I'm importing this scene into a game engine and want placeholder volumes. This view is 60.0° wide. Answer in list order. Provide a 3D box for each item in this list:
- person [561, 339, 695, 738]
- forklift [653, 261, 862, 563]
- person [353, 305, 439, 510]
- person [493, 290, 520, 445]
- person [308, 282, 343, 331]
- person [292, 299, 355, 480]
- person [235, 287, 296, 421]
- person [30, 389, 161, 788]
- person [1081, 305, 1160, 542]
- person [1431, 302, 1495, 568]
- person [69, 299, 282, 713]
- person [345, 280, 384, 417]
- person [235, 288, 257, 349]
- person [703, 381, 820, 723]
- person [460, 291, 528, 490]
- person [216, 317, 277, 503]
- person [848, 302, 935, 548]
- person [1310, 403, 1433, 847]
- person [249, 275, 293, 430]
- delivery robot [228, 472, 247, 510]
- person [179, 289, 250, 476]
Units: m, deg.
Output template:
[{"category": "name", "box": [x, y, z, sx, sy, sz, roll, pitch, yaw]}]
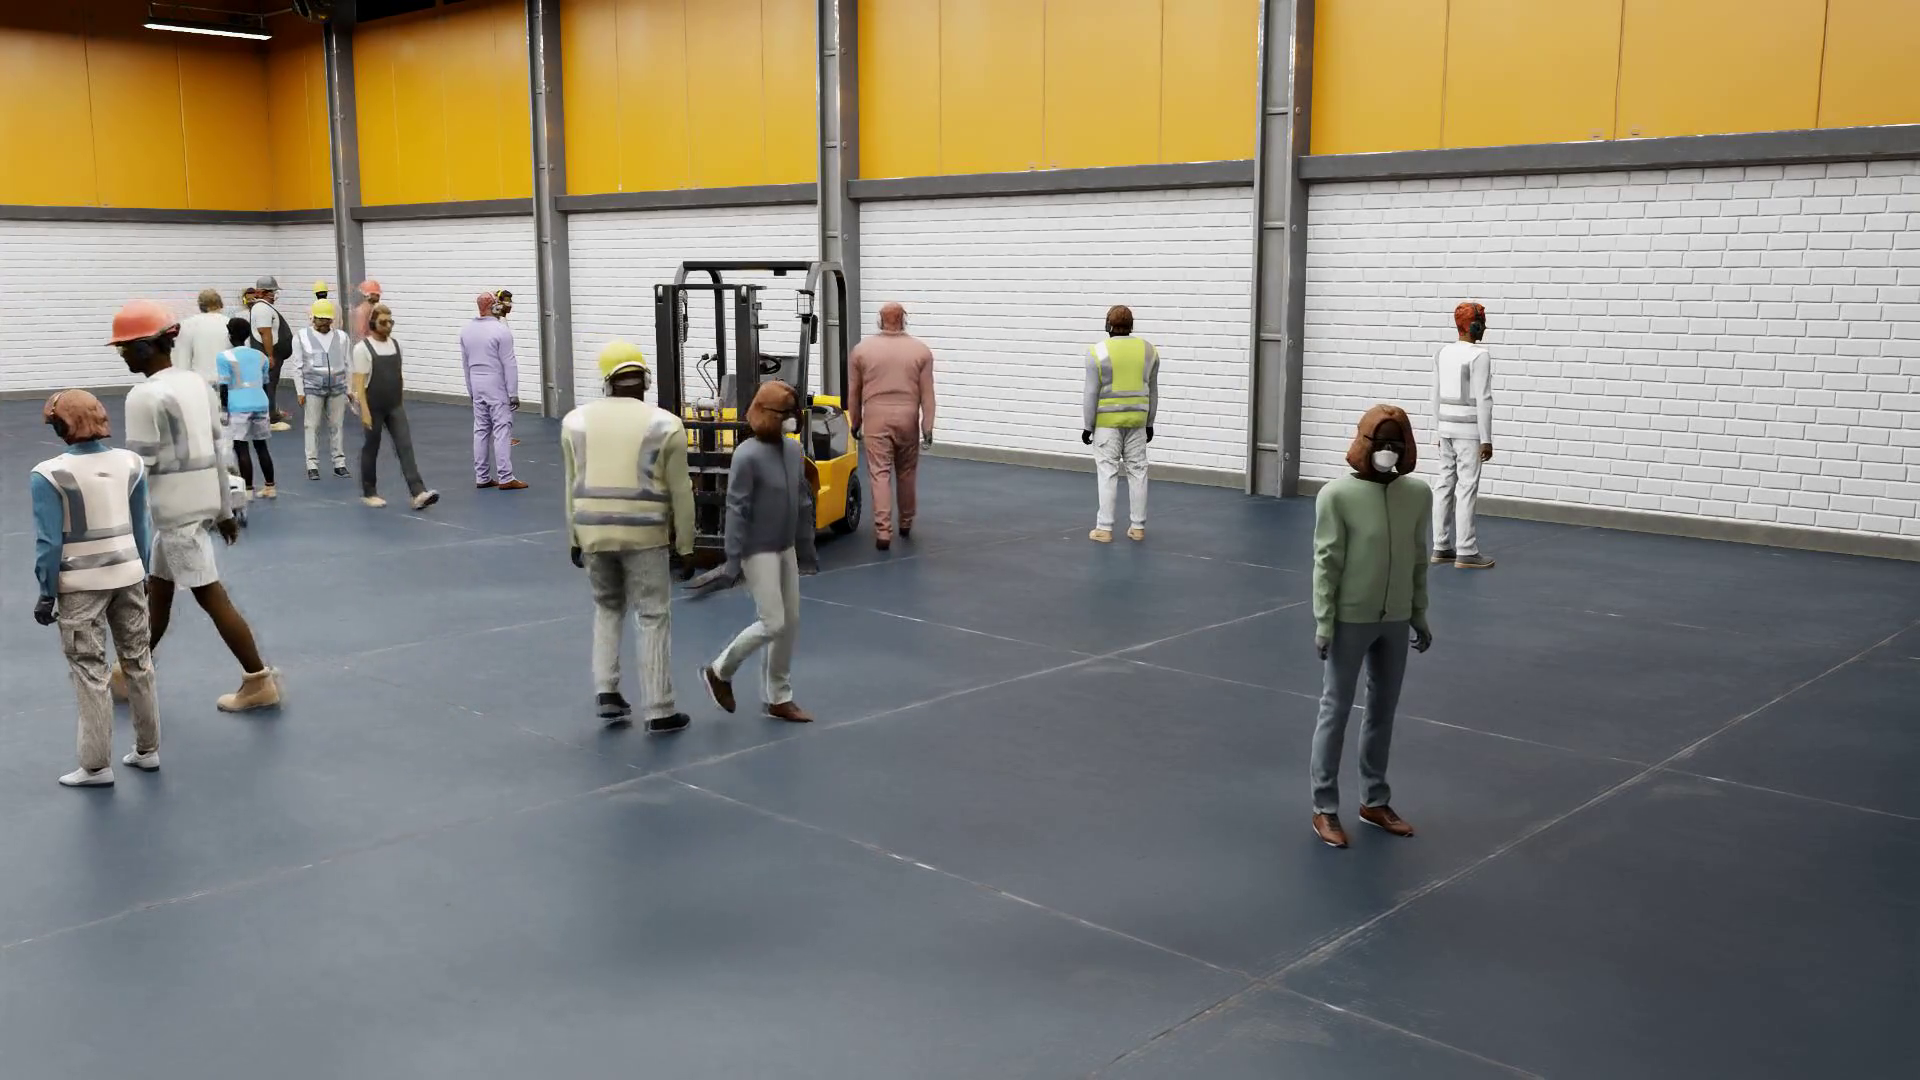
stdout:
[{"category": "person", "box": [-1.522, -0.011, 7.621, 0.644, 1.799, 0.494, 1, 9, 7]}, {"category": "forklift", "box": [-1.552, -1.040, 12.721, 1.214, 2.155, 2.313, 2, 9, 11]}, {"category": "person", "box": [-4.992, -1.139, 14.529, 0.954, 1.794, 0.540, 7, 12, 37]}, {"category": "person", "box": [-5.508, -2.069, 20.057, 0.312, 1.858, 0.535, -2, 9, -9]}, {"category": "person", "box": [-9.728, -2.988, 25.499, 0.383, 1.921, 0.586, 6, 11, 33]}, {"category": "person", "box": [-6.416, -1.521, 16.805, 0.587, 1.822, 0.404, -7, 11, -36]}, {"category": "person", "box": [-9.839, -2.542, 22.932, 1.074, 1.880, 0.643, -4, 10, -21]}, {"category": "person", "box": [-3.545, 0.198, 6.830, 0.310, 1.640, 0.514, 4, 10, 25]}, {"category": "person", "box": [1.234, -0.902, 12.953, 0.621, 1.845, 0.429, -3, 10, -17]}, {"category": "person", "box": [3.592, -0.745, 11.861, 0.354, 1.883, 0.573, -4, 10, -21]}, {"category": "person", "box": [-3.761, -0.137, 7.860, 1.075, 1.971, 0.619, 0, 9, 1]}, {"category": "person", "box": [-8.212, -2.620, 23.076, 0.683, 1.974, 0.621, 0, 9, 2]}, {"category": "person", "box": [-9.460, -2.452, 22.370, 0.531, 1.870, 0.318, -3, 10, -16]}, {"category": "person", "box": [-0.916, 0.064, 7.713, 0.422, 1.615, 0.521, 5, 10, 27]}, {"category": "person", "box": [-4.476, -1.434, 16.001, 0.641, 1.913, 0.407, 5, 11, 29]}, {"category": "person", "box": [-6.494, -1.177, 15.138, 0.343, 1.684, 0.540, 5, 11, 28]}, {"category": "person", "box": [-0.531, -0.894, 12.862, 0.651, 1.857, 1.003, -1, 9, -7]}, {"category": "person", "box": [1.527, 0.311, 6.154, 0.502, 1.631, 0.285, -4, 10, -21]}, {"category": "person", "box": [-9.082, -2.473, 21.974, 0.536, 2.000, 0.682, -4, 10, -25]}, {"category": "delivery robot", "box": [-6.172, -0.431, 13.714, 0.477, 0.478, 0.707, -9, 13, -42]}, {"category": "person", "box": [-7.585, -1.599, 17.014, 0.682, 1.899, 0.811, -2, 9, -12]}]
